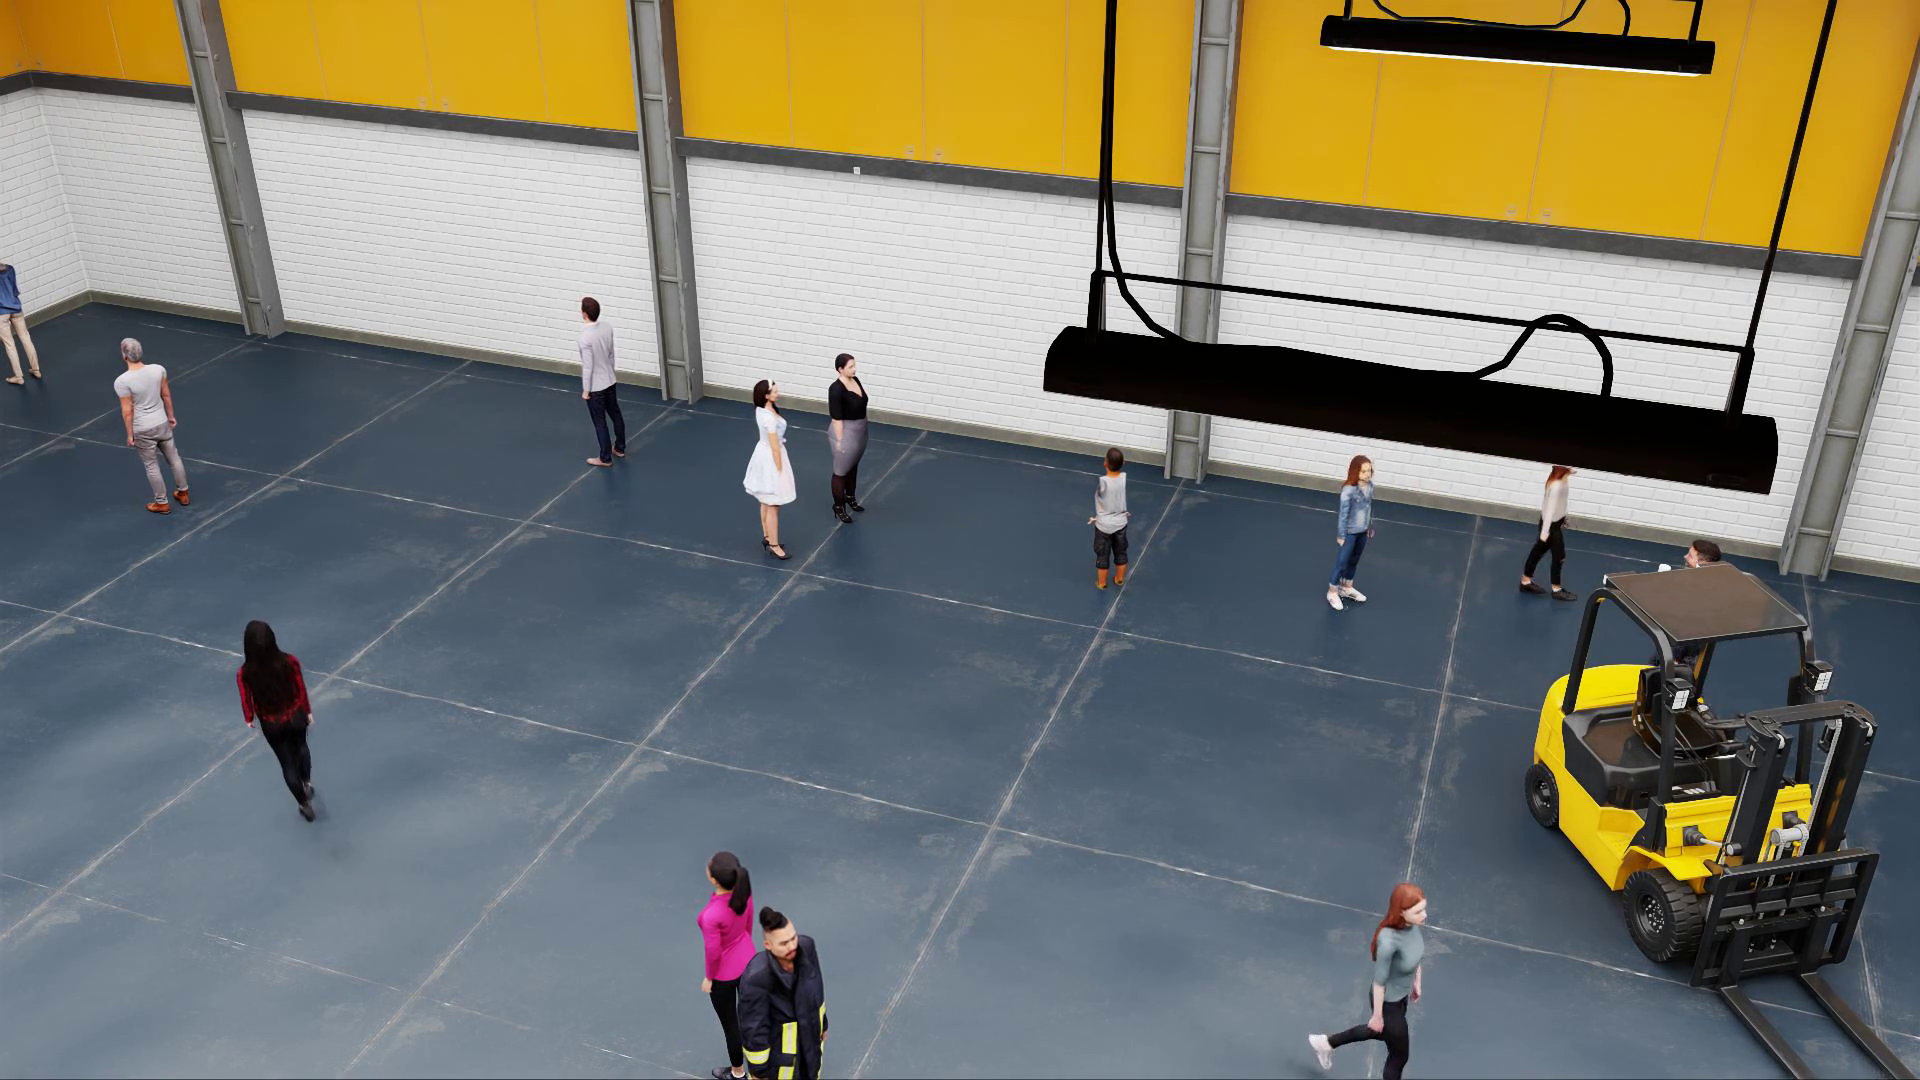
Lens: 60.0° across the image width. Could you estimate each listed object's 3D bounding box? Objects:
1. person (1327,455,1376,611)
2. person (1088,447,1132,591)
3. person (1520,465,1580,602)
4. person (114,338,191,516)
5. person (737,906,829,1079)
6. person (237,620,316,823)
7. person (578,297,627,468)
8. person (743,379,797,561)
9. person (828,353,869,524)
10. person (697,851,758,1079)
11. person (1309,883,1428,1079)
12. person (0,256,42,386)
[{"bbox_3d":[3.548,-0.096,15.039,0.669,1.478,0.664,-23,36,-35],"label":"person"},{"bbox_3d":[1.400,-0.233,15.313,0.632,1.456,0.703,-11,30,-19],"label":"person"},{"bbox_3d":[5.316,-0.156,15.158,0.754,1.470,0.601,12,31,22],"label":"person"},{"bbox_3d":[-8.071,-1.143,16.591,0.625,1.830,0.737,17,33,28],"label":"person"},{"bbox_3d":[-0.981,2.799,9.334,0.829,1.859,0.846,23,36,35],"label":"person"},{"bbox_3d":[-4.935,1.371,12.179,0.757,1.642,0.816,-18,34,-30],"label":"person"},{"bbox_3d":[-3.796,-1.677,17.547,0.620,1.852,0.700,14,31,24],"label":"person"},{"bbox_3d":[-1.789,-0.677,15.748,0.910,1.819,0.856,-9,30,-17],"label":"person"},{"bbox_3d":[-1.124,-1.033,16.463,0.606,1.760,0.671,11,31,20],"label":"person"},{"bbox_3d":[-1.355,2.550,9.959,0.628,1.698,0.628,16,33,27],"label":"person"},{"bbox_3d":[2.458,2.659,9.730,1.067,1.724,0.749,19,34,31],"label":"person"},{"bbox_3d":[-11.189,-2.667,19.523,0.600,1.697,0.637,14,32,24],"label":"person"}]
